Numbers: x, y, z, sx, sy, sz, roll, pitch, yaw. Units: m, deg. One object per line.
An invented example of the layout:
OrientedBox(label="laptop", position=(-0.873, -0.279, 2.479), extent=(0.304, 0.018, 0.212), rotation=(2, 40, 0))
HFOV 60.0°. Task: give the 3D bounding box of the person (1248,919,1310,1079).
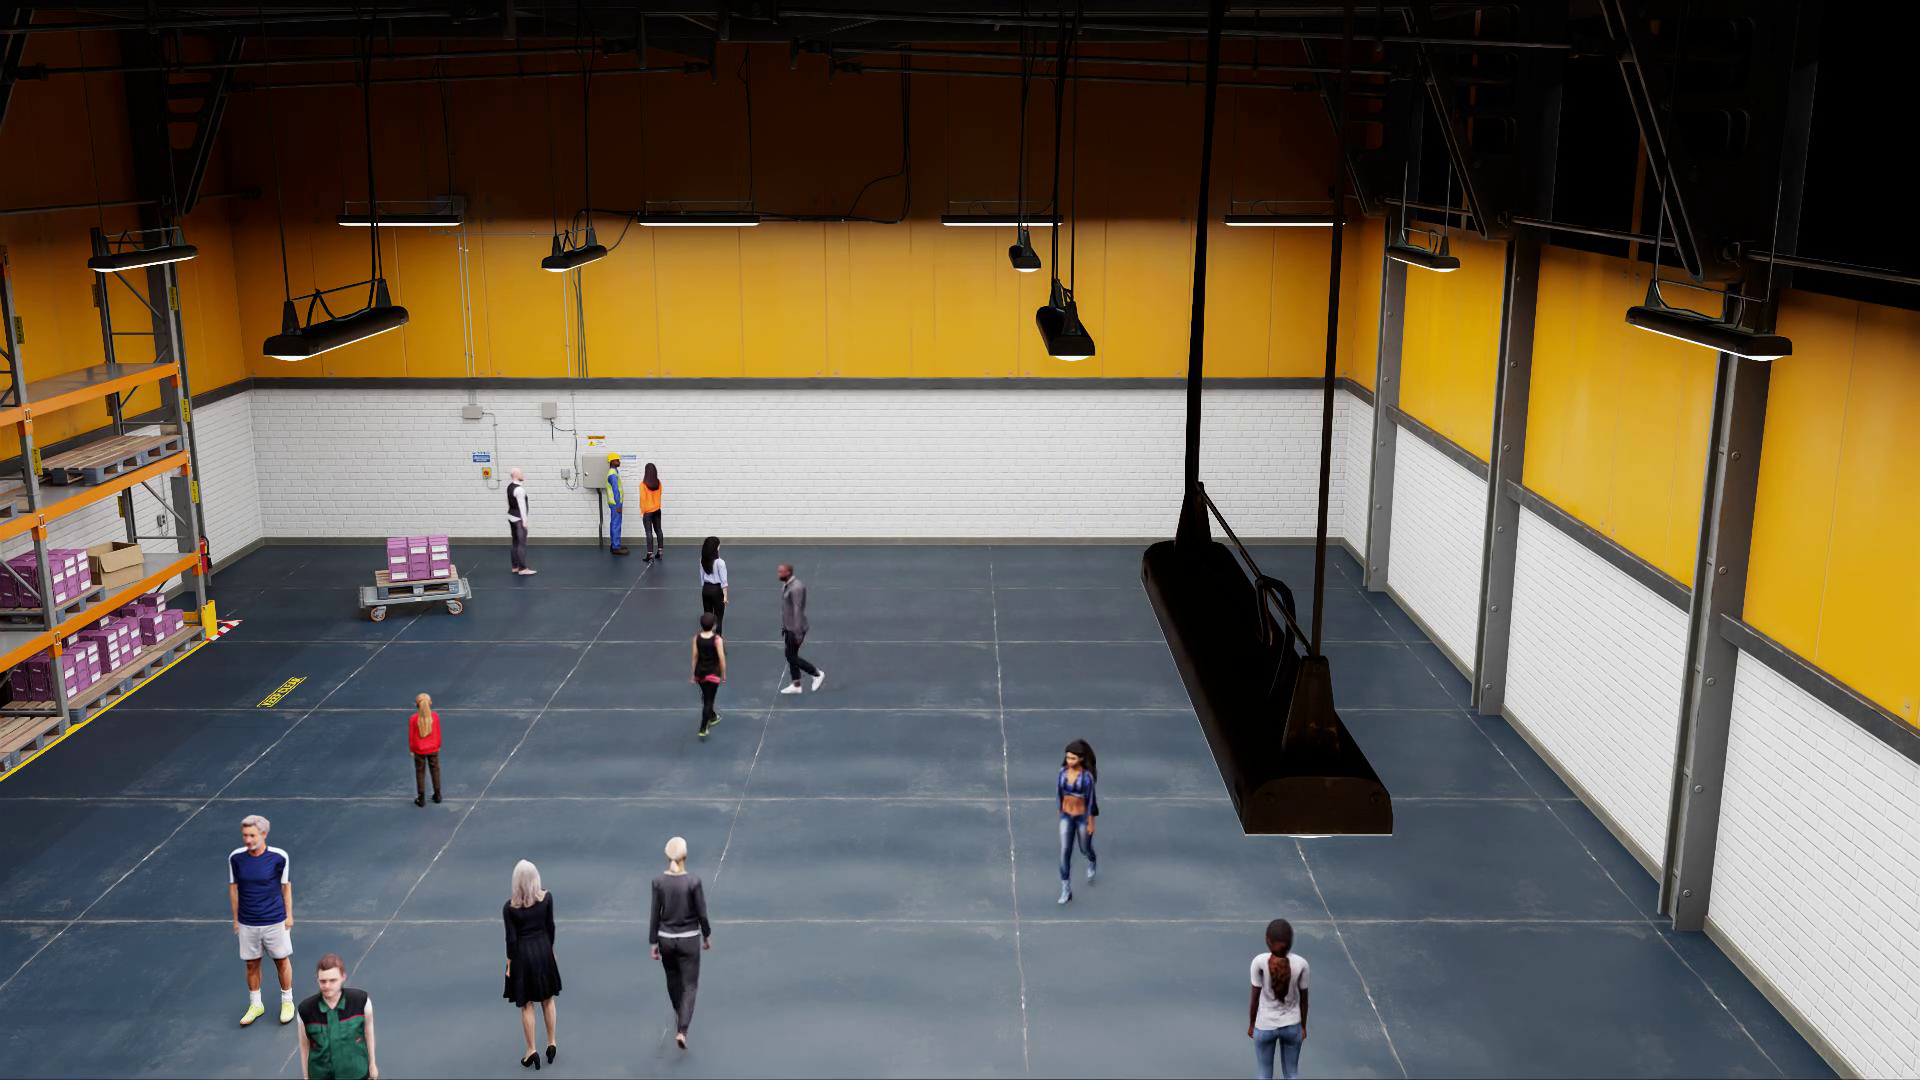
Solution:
OrientedBox(label="person", position=(2.338, 3.590, 12.232), extent=(0.583, 1.720, 0.501), rotation=(0, 14, 1))

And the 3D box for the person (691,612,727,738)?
OrientedBox(label="person", position=(-3.141, 1.686, 20.536), extent=(0.780, 1.513, 1.074), rotation=(4, 14, 15))

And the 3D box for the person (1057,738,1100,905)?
OrientedBox(label="person", position=(1.168, 2.705, 16.158), extent=(0.907, 1.592, 1.103), rotation=(7, 15, 27))

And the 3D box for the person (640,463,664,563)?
OrientedBox(label="person", position=(-5.383, -0.498, 29.054), extent=(0.771, 1.748, 0.690), rotation=(11, 17, 37))

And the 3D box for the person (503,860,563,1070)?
OrientedBox(label="person", position=(-3.394, 3.347, 13.179), extent=(0.699, 1.747, 0.739), rotation=(-10, 17, -35))

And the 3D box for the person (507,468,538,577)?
OrientedBox(label="person", position=(-7.473, -0.320, 28.165), extent=(0.841, 1.822, 0.751), rotation=(-10, 17, -36))

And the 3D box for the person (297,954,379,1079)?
OrientedBox(label="person", position=(-4.284, 3.708, 11.488), extent=(0.722, 1.841, 0.700), rotation=(-5, 15, -21))

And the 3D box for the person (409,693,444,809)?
OrientedBox(label="person", position=(-5.916, 2.314, 18.430), extent=(0.576, 1.283, 0.615), rotation=(-8, 16, -30))

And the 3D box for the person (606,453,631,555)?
OrientedBox(label="person", position=(-6.133, -0.667, 29.617), extent=(0.780, 1.813, 0.609), rotation=(-3, 14, -14))

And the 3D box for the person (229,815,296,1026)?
OrientedBox(label="person", position=(-5.807, 3.136, 13.857), extent=(0.651, 1.838, 0.573), rotation=(-1, 14, -5))

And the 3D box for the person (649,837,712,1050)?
OrientedBox(label="person", position=(-2.310, 3.290, 13.532), extent=(0.685, 1.692, 1.065), rotation=(1, 14, 6))

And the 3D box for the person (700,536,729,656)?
OrientedBox(label="person", position=(-3.531, 0.792, 23.739), extent=(0.723, 1.744, 0.738), rotation=(9, 16, 31))

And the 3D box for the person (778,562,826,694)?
OrientedBox(label="person", position=(-2.099, 1.174, 22.061), extent=(0.955, 1.791, 0.871), rotation=(-5, 14, -19))
